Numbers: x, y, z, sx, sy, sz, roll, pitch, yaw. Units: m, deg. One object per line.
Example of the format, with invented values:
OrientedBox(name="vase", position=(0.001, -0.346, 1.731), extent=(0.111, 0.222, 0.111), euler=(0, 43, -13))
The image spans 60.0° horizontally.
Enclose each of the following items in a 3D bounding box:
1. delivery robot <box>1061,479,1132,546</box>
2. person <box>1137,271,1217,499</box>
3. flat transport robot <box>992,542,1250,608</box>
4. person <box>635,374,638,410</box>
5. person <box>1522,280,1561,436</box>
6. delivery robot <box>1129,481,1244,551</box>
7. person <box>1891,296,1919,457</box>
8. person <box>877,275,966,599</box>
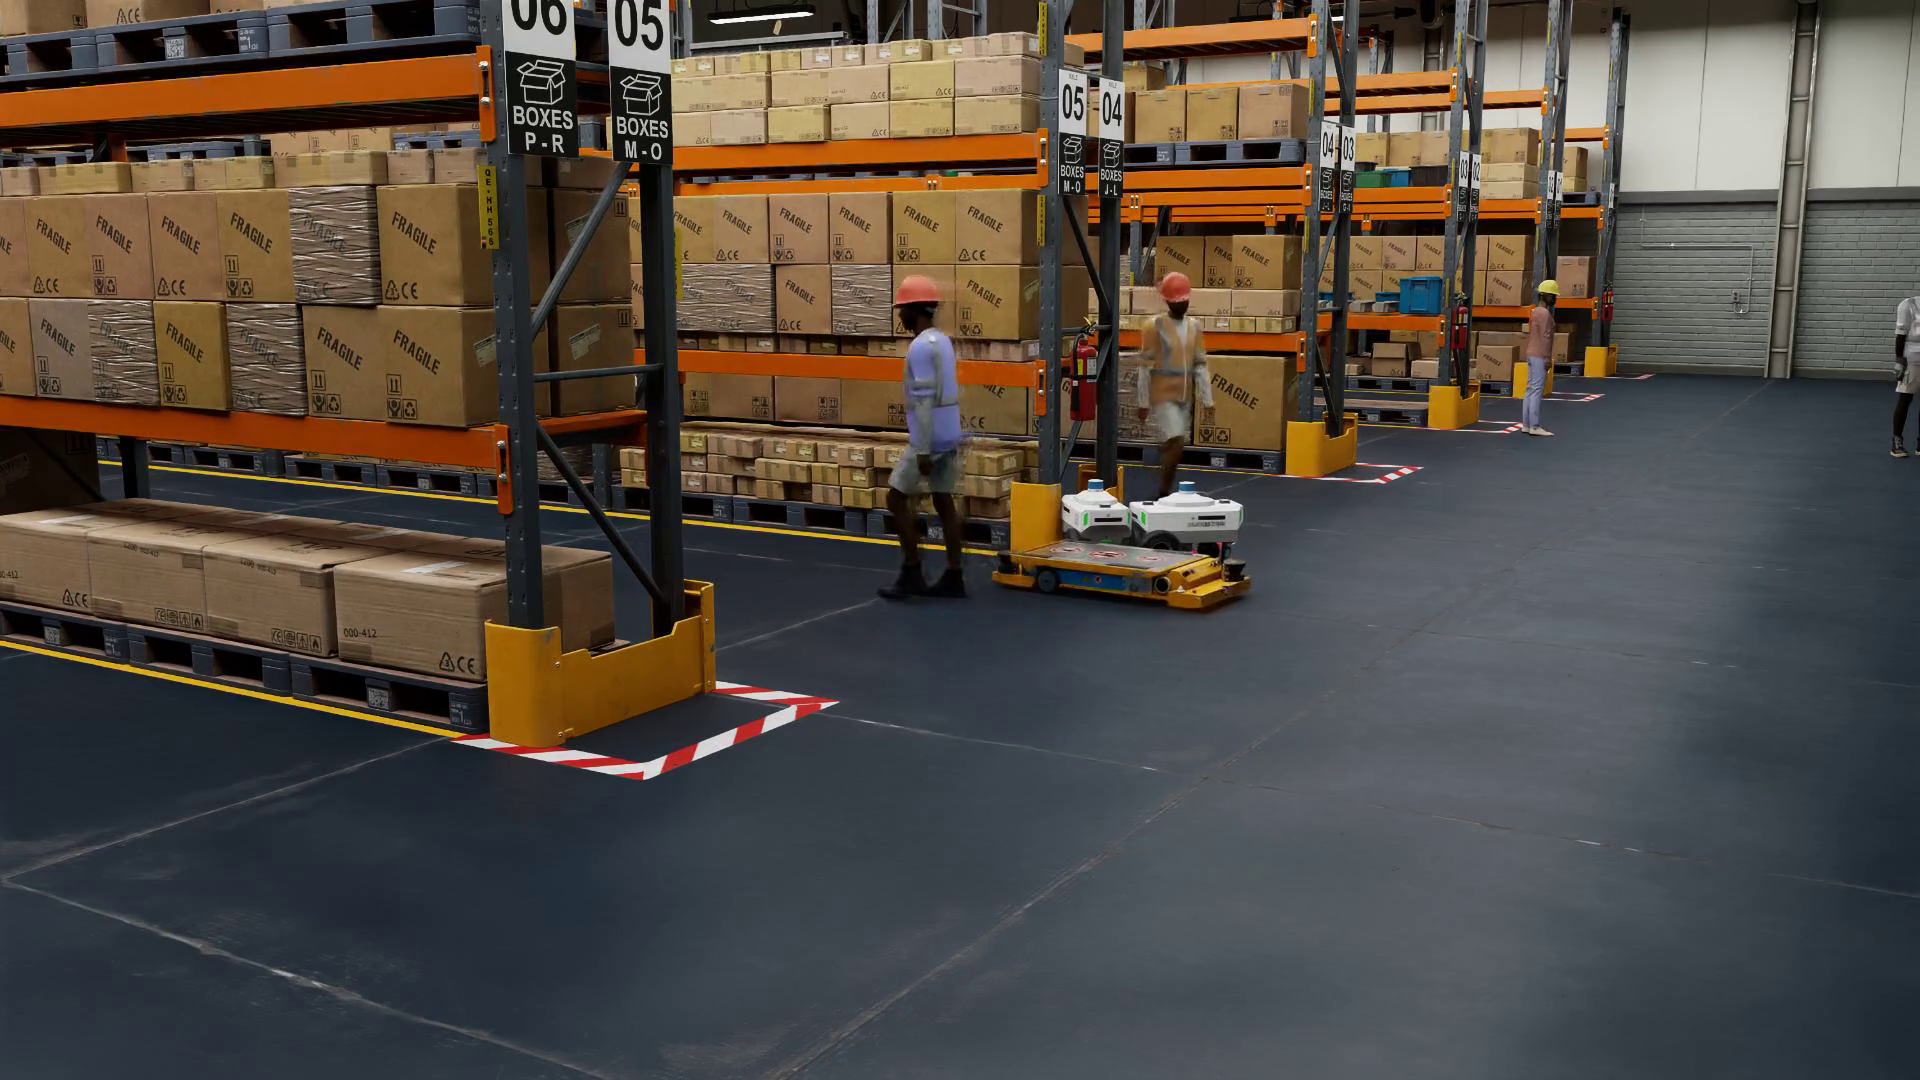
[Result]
OrientedBox(name="delivery robot", position=(0.892, -0.157, 10.974), extent=(0.477, 0.478, 0.707), euler=(-1, 10, -9))
OrientedBox(name="person", position=(1.636, -1.063, 12.555), extent=(0.566, 1.911, 0.491), euler=(-8, 13, -40))
OrientedBox(name="flat transport robot", position=(0.964, 0.187, 10.061), extent=(1.431, 0.197, 0.652), euler=(7, 12, 34))
OrientedBox(name="person", position=(-3.170, -1.413, 15.468), extent=(0.318, 1.630, 0.513), euler=(3, 10, 16))
OrientedBox(name="person", position=(6.602, -2.060, 18.871), extent=(0.327, 1.761, 0.522), euler=(1, 10, 3))
OrientedBox(name="delivery robot", position=(1.480, -0.139, 10.868), extent=(0.707, 0.478, 0.477), euler=(-1, 10, -9))
OrientedBox(name="person", position=(9.744, -1.810, 16.799), extent=(0.608, 1.965, 0.370), euler=(0, 10, 0))
OrientedBox(name="person", position=(-0.230, -0.595, 9.840), extent=(0.630, 1.910, 0.556), euler=(4, 10, 21))
